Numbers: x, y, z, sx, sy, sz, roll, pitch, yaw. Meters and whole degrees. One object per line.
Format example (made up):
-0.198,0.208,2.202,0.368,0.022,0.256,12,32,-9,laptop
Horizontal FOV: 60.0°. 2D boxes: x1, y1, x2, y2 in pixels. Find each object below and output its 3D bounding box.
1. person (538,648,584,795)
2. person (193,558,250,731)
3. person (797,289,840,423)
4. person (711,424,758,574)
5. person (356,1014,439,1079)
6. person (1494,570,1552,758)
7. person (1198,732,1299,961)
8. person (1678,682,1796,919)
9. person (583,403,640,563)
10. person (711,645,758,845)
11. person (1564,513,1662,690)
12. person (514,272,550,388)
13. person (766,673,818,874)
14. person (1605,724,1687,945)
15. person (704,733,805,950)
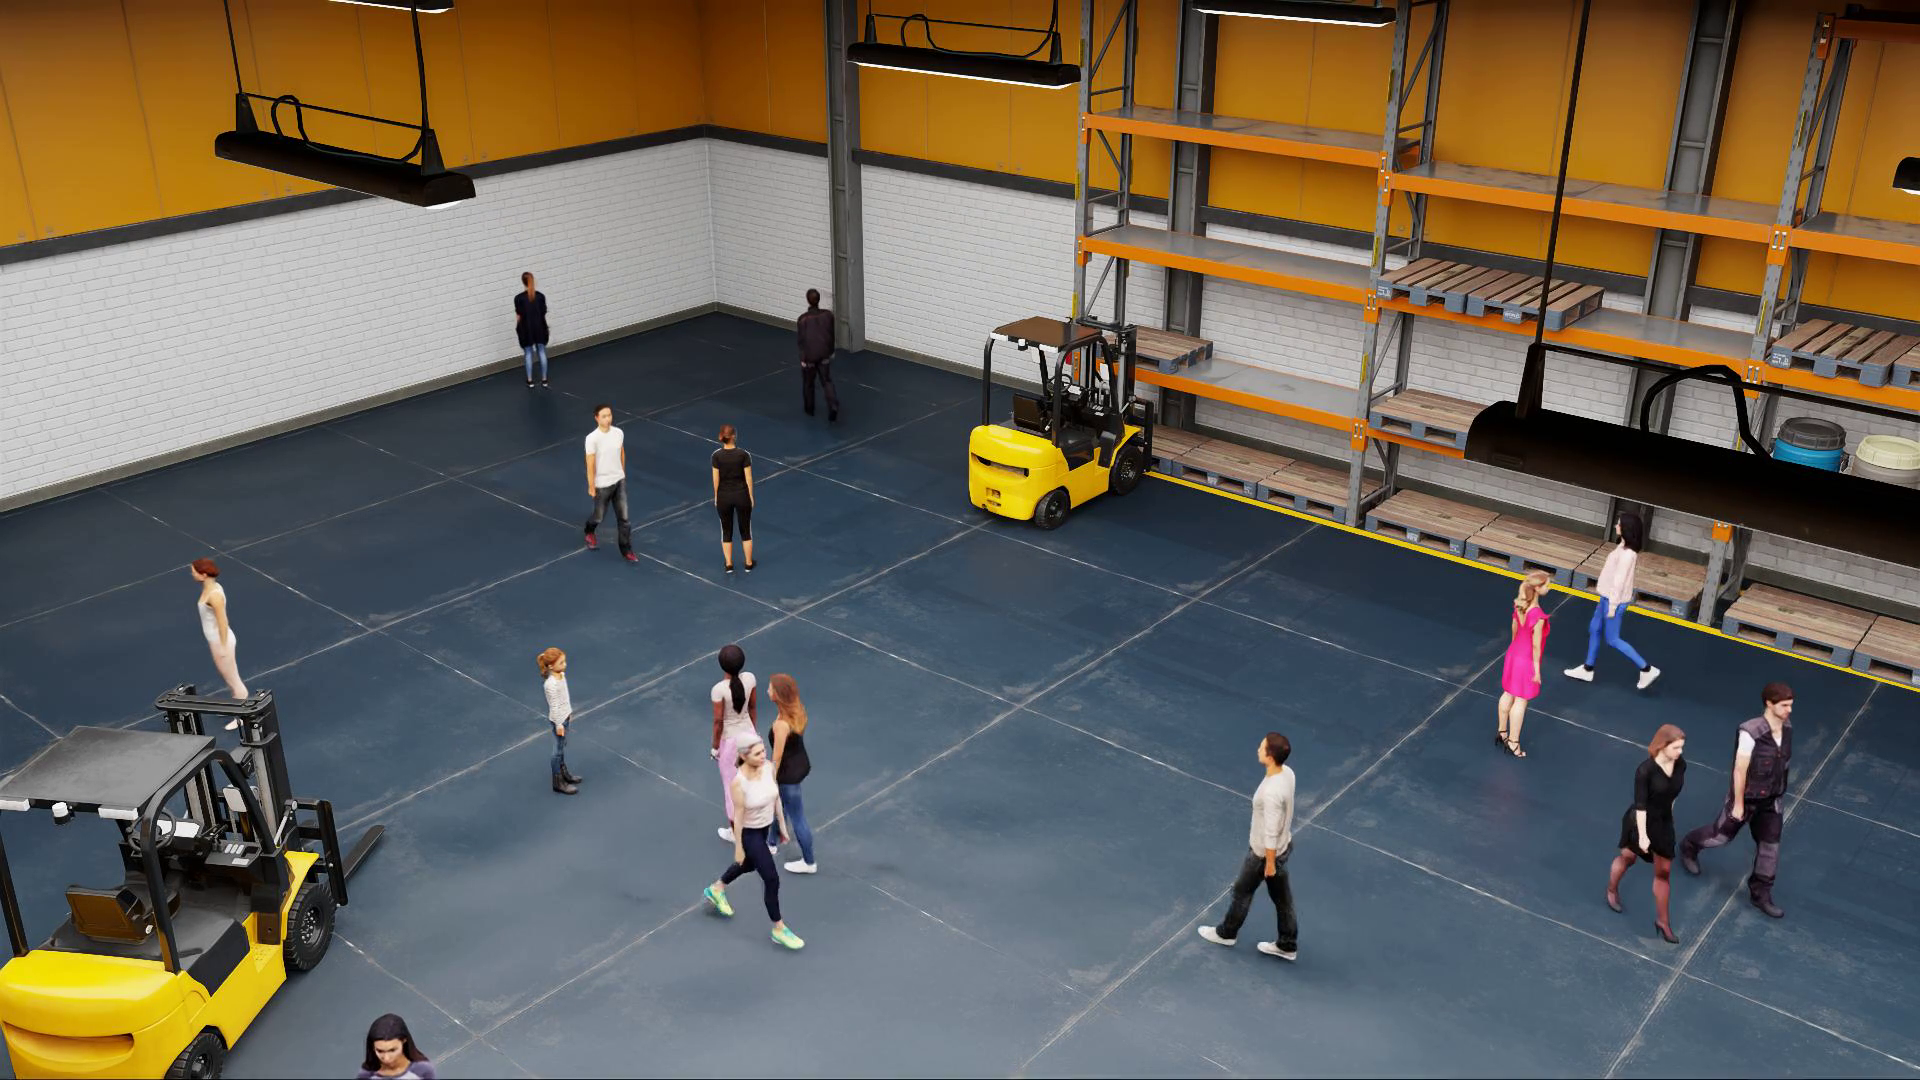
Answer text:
-3.358,1.494,13.928,0.606,1.315,0.554,0,24,0,person
-6.601,0.899,14.880,0.664,1.643,0.515,-14,27,-30,person
-1.887,-2.448,22.325,1.025,1.812,1.238,-11,26,-23,person
-2.442,-0.455,17.946,0.639,1.668,0.713,0,24,-1,person
-3.053,3.327,9.215,0.662,1.731,0.706,-4,24,-9,person
4.874,1.053,14.422,0.728,1.727,0.657,-4,24,-8,person
2.282,2.196,11.737,1.035,1.783,0.827,10,26,23,person
5.862,1.858,12.463,1.034,1.821,1.255,-8,25,-18,person
-3.910,-0.653,18.262,0.721,1.778,1.122,-21,31,-39,person
-1.766,1.598,13.159,0.603,1.740,0.548,-19,30,-37,person
6.176,0.595,15.447,1.134,1.746,0.826,11,26,23,person
-6.083,-3.010,23.773,0.721,1.682,0.732,-9,25,-19,person
-1.230,1.801,12.742,0.953,1.702,0.821,4,24,10,person
4.973,2.063,12.179,0.890,1.674,1.034,-7,25,-16,person
-1.556,2.124,12.053,1.197,1.662,0.770,12,26,25,person
